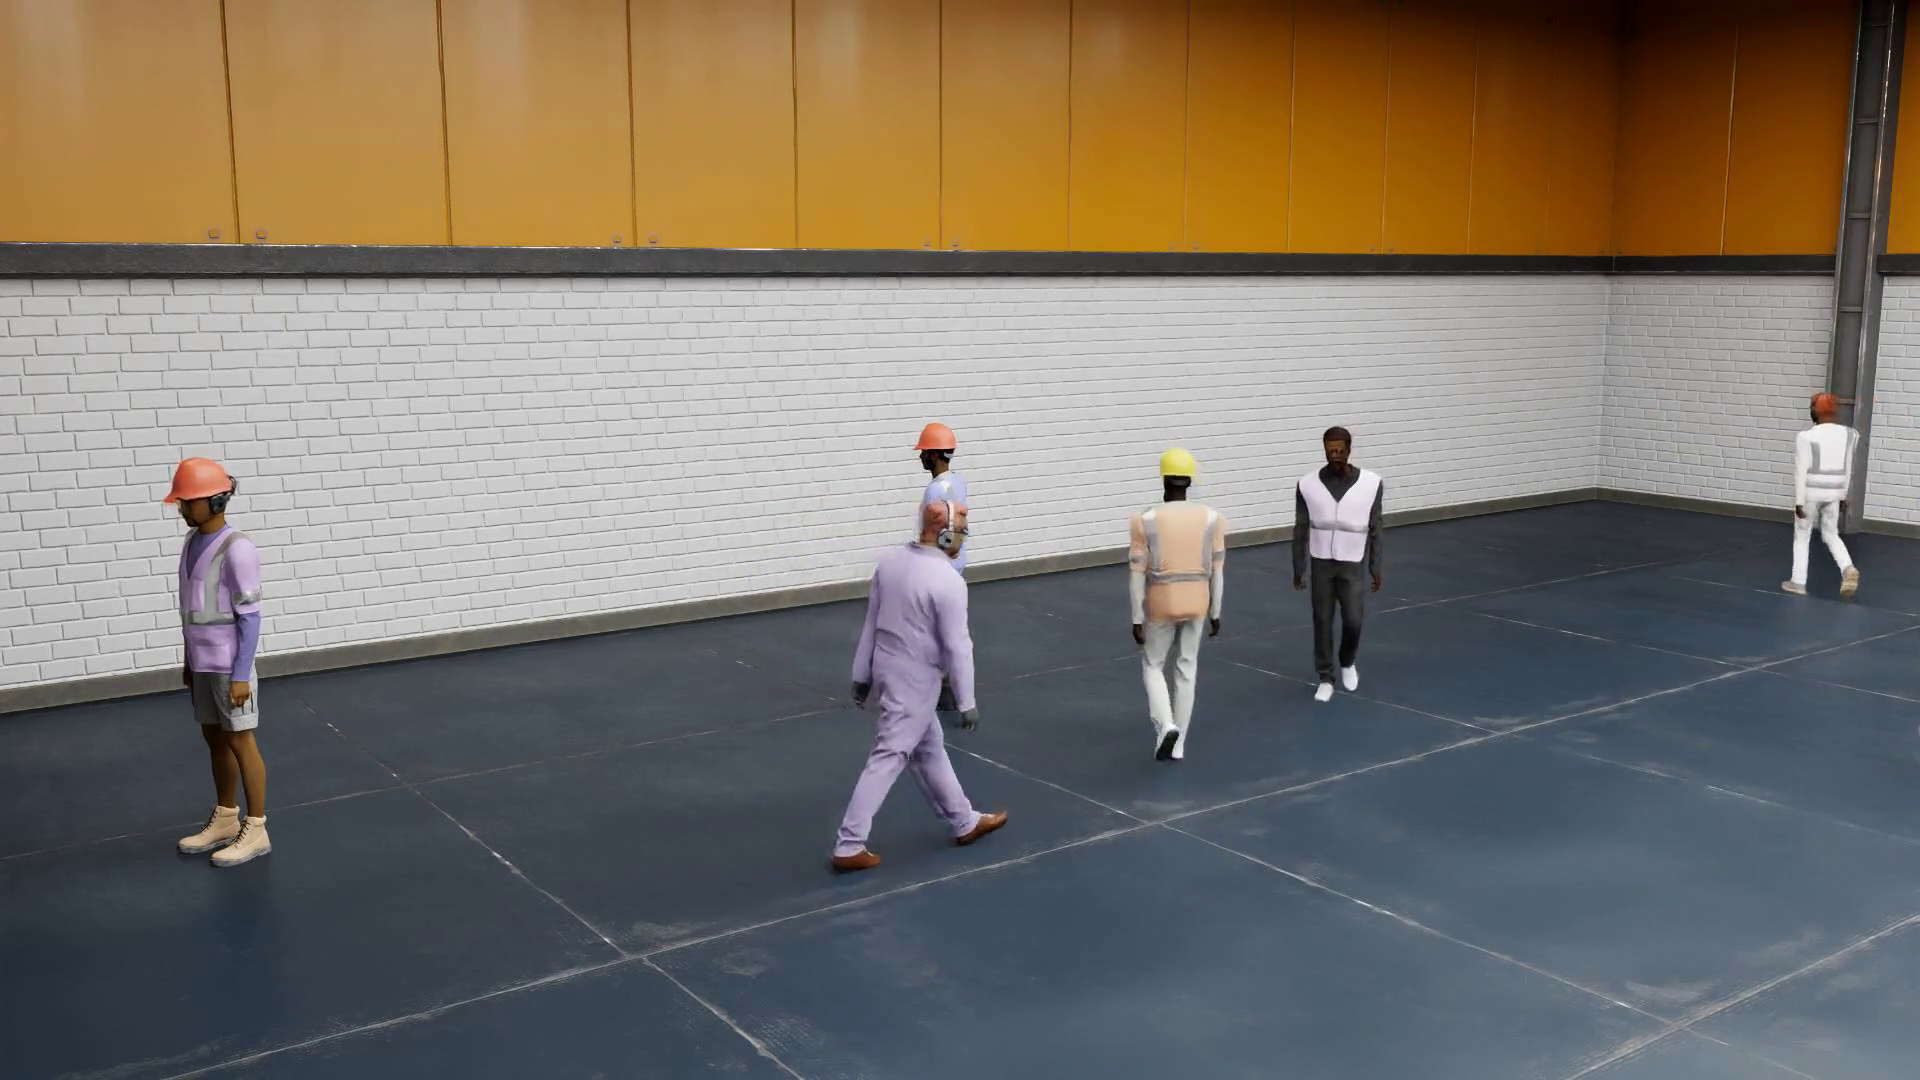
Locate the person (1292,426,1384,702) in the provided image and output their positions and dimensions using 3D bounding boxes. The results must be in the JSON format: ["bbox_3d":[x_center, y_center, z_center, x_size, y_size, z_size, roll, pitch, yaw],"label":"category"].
[{"bbox_3d":[2.580,0.163,11.409,0.613,1.899,0.448,3,10,19],"label":"person"}]

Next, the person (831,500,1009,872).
[{"bbox_3d":[-0.199,0.718,8.245,1.067,1.824,0.650,-5,10,-29],"label":"person"}]

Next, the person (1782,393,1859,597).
[{"bbox_3d":[7.784,-0.393,14.964,0.580,1.859,0.744,-1,9,-5],"label":"person"}]

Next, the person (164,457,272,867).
[{"bbox_3d":[-3.709,0.599,8.290,0.608,2.042,0.375,7,12,38],"label":"person"}]

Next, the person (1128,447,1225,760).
[{"bbox_3d":[1.291,0.403,9.896,0.594,1.911,0.505,-1,9,-6],"label":"person"}]

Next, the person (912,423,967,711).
[{"bbox_3d":[-0.150,0.182,11.181,0.359,1.936,0.552,2,10,15],"label":"person"}]
